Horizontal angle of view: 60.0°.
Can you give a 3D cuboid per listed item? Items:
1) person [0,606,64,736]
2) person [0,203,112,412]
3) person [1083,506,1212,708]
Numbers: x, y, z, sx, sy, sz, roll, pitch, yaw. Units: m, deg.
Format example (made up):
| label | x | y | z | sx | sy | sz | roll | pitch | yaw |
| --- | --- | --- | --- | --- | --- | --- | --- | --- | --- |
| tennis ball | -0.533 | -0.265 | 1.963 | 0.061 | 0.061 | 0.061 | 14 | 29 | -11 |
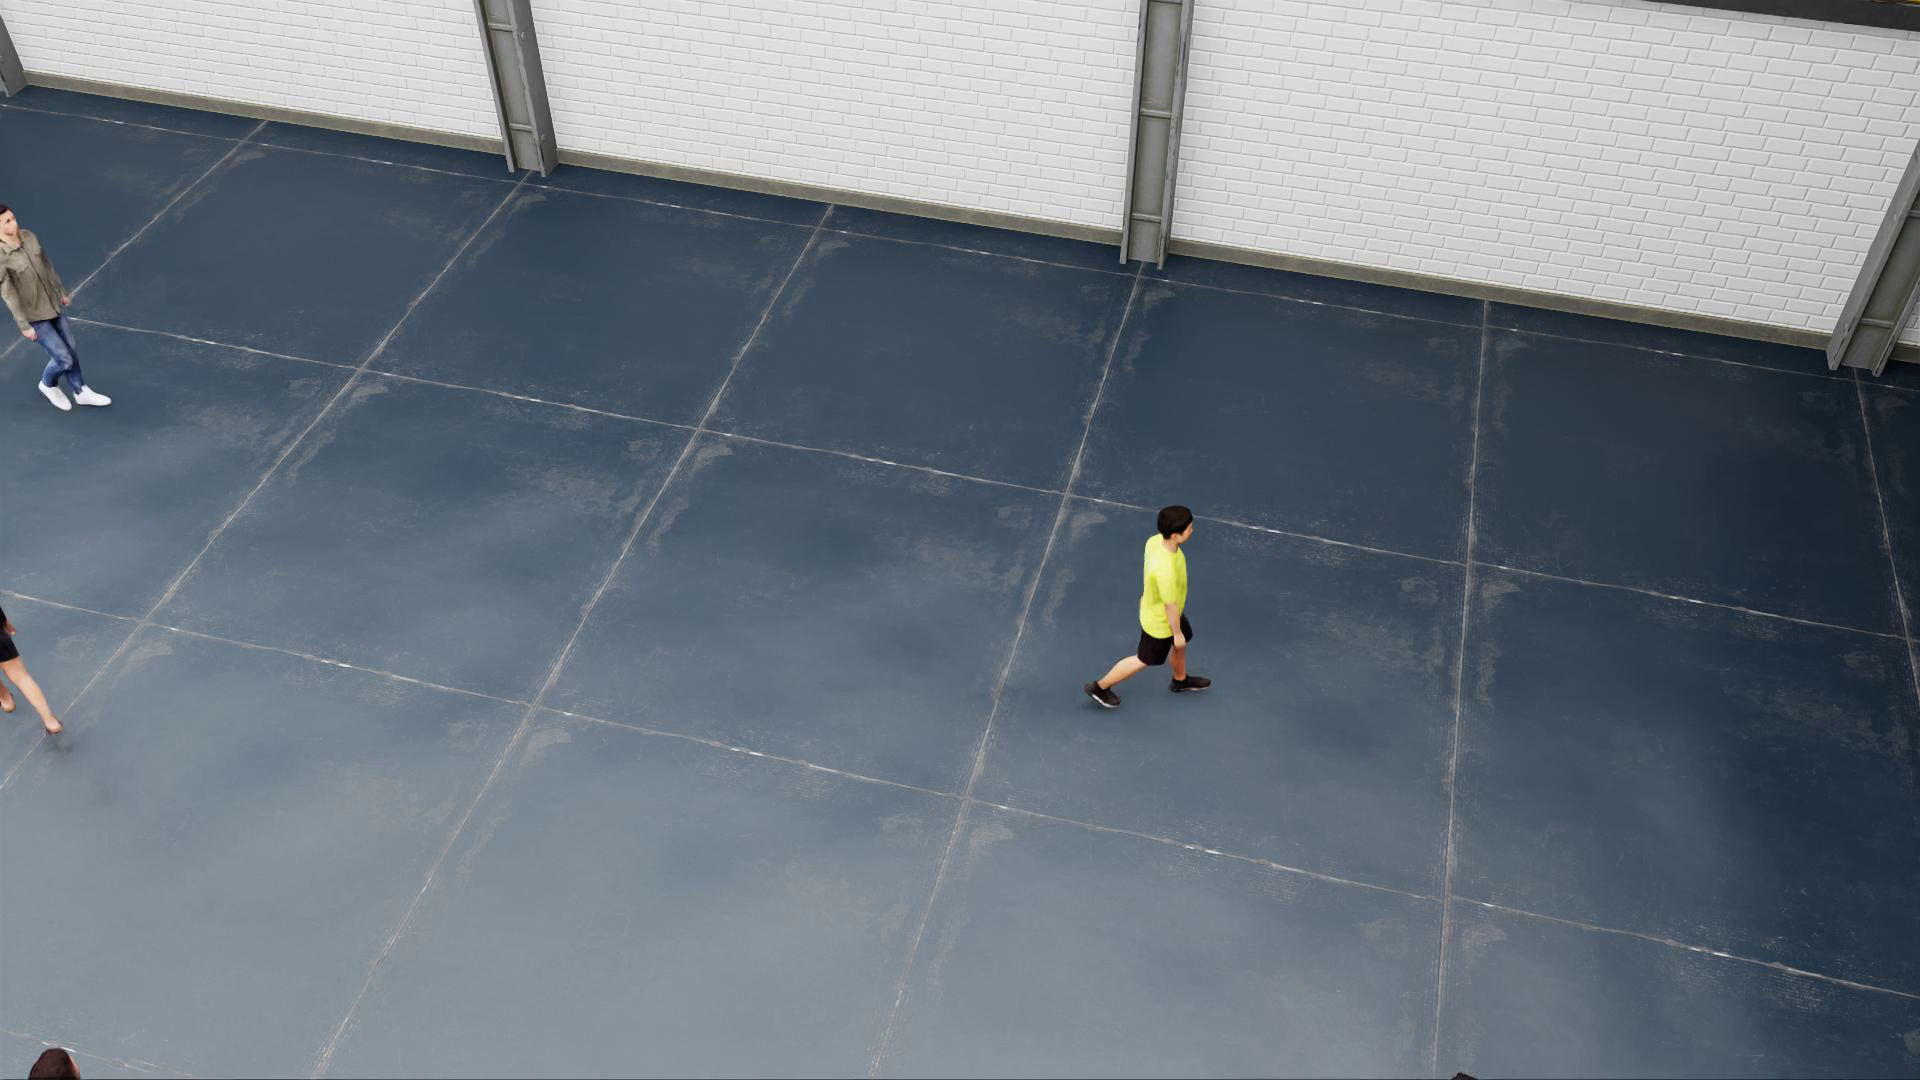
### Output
| label | x | y | z | sx | sy | sz | roll | pitch | yaw |
| --- | --- | --- | --- | --- | --- | --- | --- | --- | --- |
| person | -6.129 | 0.675 | 10.508 | 1.112 | 1.529 | 0.865 | 33 | 52 | 30 |
| person | -7.186 | -1.781 | 12.846 | 0.771 | 1.860 | 0.752 | 6 | 44 | 7 |
| person | 1.204 | 0.480 | 10.607 | 1.145 | 1.675 | 0.786 | 2 | 44 | 2 |
